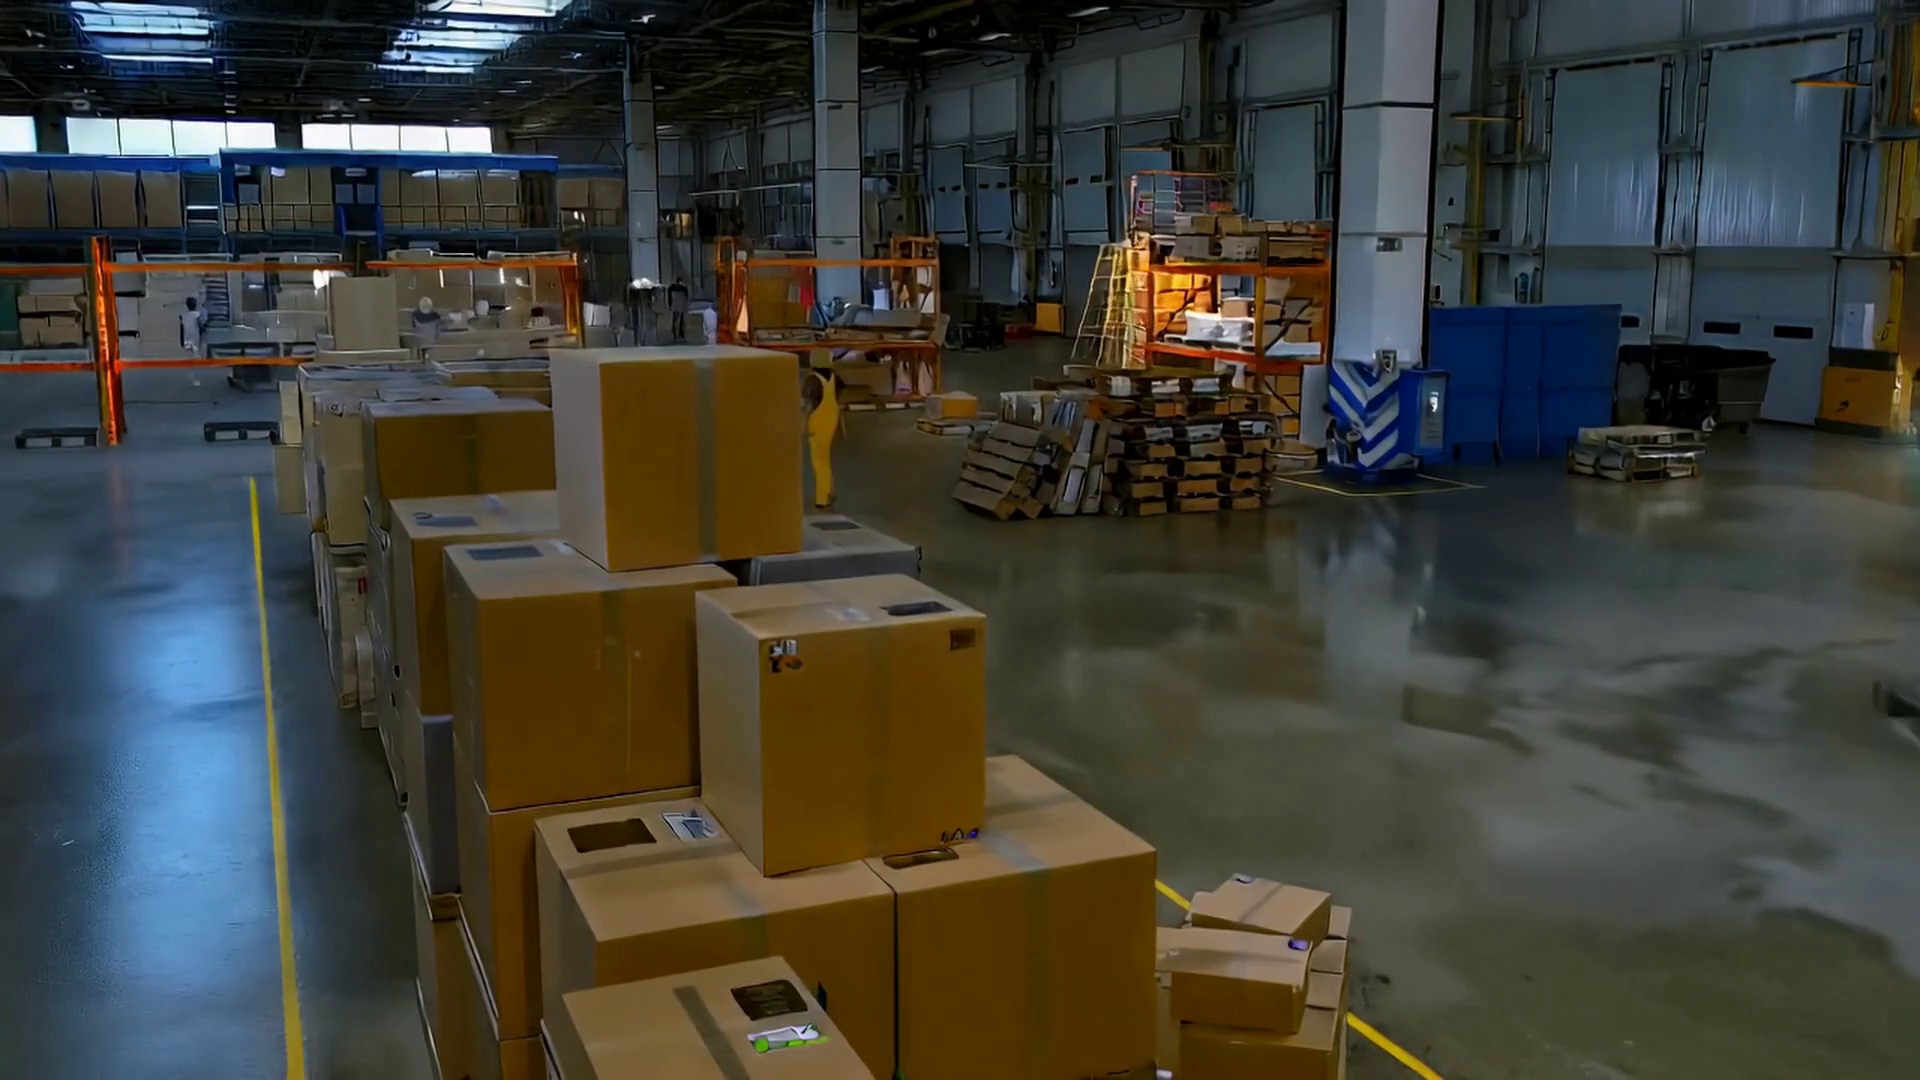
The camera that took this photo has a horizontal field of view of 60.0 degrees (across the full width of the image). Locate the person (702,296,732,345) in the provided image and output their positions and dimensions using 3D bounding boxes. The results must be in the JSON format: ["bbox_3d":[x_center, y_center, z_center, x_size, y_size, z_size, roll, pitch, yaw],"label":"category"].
[{"bbox_3d":[-5.095,-4.233,34.997,0.630,1.812,0.858,0,10,2],"label":"person"}]

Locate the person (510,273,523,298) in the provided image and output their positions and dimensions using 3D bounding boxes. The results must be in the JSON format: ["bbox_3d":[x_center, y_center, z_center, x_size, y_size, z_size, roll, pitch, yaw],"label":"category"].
[{"bbox_3d":[-14.139,-7.578,53.140,0.482,1.899,0.615,-6,12,-31],"label":"person"}]

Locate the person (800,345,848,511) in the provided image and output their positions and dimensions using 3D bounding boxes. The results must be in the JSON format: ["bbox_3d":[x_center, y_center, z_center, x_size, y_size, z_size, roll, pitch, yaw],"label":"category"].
[{"bbox_3d":[-1.532,-1.233,18.406,0.645,1.816,0.467,-8,13,-38],"label":"person"}]

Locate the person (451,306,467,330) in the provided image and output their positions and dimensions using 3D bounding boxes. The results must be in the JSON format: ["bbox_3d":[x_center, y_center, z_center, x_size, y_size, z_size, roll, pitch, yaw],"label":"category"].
[{"bbox_3d":[-9.596,-3.592,31.672,0.733,1.719,0.492,-7,12,-34],"label":"person"}]

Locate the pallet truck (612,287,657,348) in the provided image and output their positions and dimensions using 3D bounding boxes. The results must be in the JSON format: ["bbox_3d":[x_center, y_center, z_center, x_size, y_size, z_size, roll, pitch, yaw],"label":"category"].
[{"bbox_3d":[-6.464,-4.406,35.401,0.823,1.965,1.885,6,12,32],"label":"pallet truck"}]

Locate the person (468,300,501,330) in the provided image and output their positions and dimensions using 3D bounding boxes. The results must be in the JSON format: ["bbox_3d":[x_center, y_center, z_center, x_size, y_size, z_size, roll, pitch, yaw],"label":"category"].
[{"bbox_3d":[-8.398,-3.283,29.431,0.587,1.920,0.392,-6,12,-31],"label":"person"}]

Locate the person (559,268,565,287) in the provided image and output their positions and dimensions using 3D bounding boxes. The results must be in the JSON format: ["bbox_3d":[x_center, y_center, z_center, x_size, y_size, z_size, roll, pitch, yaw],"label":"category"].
[{"bbox_3d":[-14.583,-8.971,60.759,0.433,1.925,0.578,-6,12,-30],"label":"person"}]

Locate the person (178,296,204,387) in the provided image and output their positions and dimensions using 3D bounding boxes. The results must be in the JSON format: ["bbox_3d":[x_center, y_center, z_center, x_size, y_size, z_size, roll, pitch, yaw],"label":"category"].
[{"bbox_3d":[-15.554,-4.017,33.685,0.542,1.844,0.393,1,10,4],"label":"person"}]

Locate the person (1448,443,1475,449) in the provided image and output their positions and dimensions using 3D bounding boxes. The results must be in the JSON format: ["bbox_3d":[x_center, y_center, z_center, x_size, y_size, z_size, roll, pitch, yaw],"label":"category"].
[{"bbox_3d":[7.209,-2.262,23.775,0.542,1.930,0.374,-8,13,-39],"label":"person"}]

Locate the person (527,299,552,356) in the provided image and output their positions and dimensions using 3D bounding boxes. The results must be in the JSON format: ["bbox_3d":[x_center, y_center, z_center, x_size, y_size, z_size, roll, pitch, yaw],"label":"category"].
[{"bbox_3d":[-7.617,-3.401,30.116,0.438,1.909,0.600,5,11,24],"label":"person"}]

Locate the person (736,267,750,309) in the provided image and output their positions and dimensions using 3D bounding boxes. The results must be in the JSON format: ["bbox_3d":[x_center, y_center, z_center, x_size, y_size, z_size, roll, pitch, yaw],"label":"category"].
[{"bbox_3d":[-9.297,-10.823,71.215,0.630,1.844,0.429,-5,12,-28],"label":"person"}]

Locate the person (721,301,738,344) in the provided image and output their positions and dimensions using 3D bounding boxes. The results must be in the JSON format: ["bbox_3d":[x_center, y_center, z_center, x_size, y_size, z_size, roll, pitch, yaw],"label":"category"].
[{"bbox_3d":[-5.057,-4.364,36.103,0.535,1.660,0.850,3,11,17],"label":"person"}]

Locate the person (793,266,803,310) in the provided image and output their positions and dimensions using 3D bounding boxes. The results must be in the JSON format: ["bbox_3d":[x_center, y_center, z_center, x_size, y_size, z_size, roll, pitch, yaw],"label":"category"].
[{"bbox_3d":[-6.804,-10.619,69.651,0.387,1.992,0.626,-4,11,-21],"label":"person"}]

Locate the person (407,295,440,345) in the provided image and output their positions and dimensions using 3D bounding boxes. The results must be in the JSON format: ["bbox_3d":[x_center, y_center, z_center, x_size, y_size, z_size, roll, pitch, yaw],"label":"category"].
[{"bbox_3d":[-10.504,-3.846,32.576,0.634,1.910,0.793,-7,12,-32],"label":"person"}]

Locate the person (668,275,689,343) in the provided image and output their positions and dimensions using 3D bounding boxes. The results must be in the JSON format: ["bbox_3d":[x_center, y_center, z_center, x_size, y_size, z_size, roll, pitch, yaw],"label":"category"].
[{"bbox_3d":[-8.107,-6.662,47.997,0.629,1.940,0.379,-8,13,-36],"label":"person"}]
